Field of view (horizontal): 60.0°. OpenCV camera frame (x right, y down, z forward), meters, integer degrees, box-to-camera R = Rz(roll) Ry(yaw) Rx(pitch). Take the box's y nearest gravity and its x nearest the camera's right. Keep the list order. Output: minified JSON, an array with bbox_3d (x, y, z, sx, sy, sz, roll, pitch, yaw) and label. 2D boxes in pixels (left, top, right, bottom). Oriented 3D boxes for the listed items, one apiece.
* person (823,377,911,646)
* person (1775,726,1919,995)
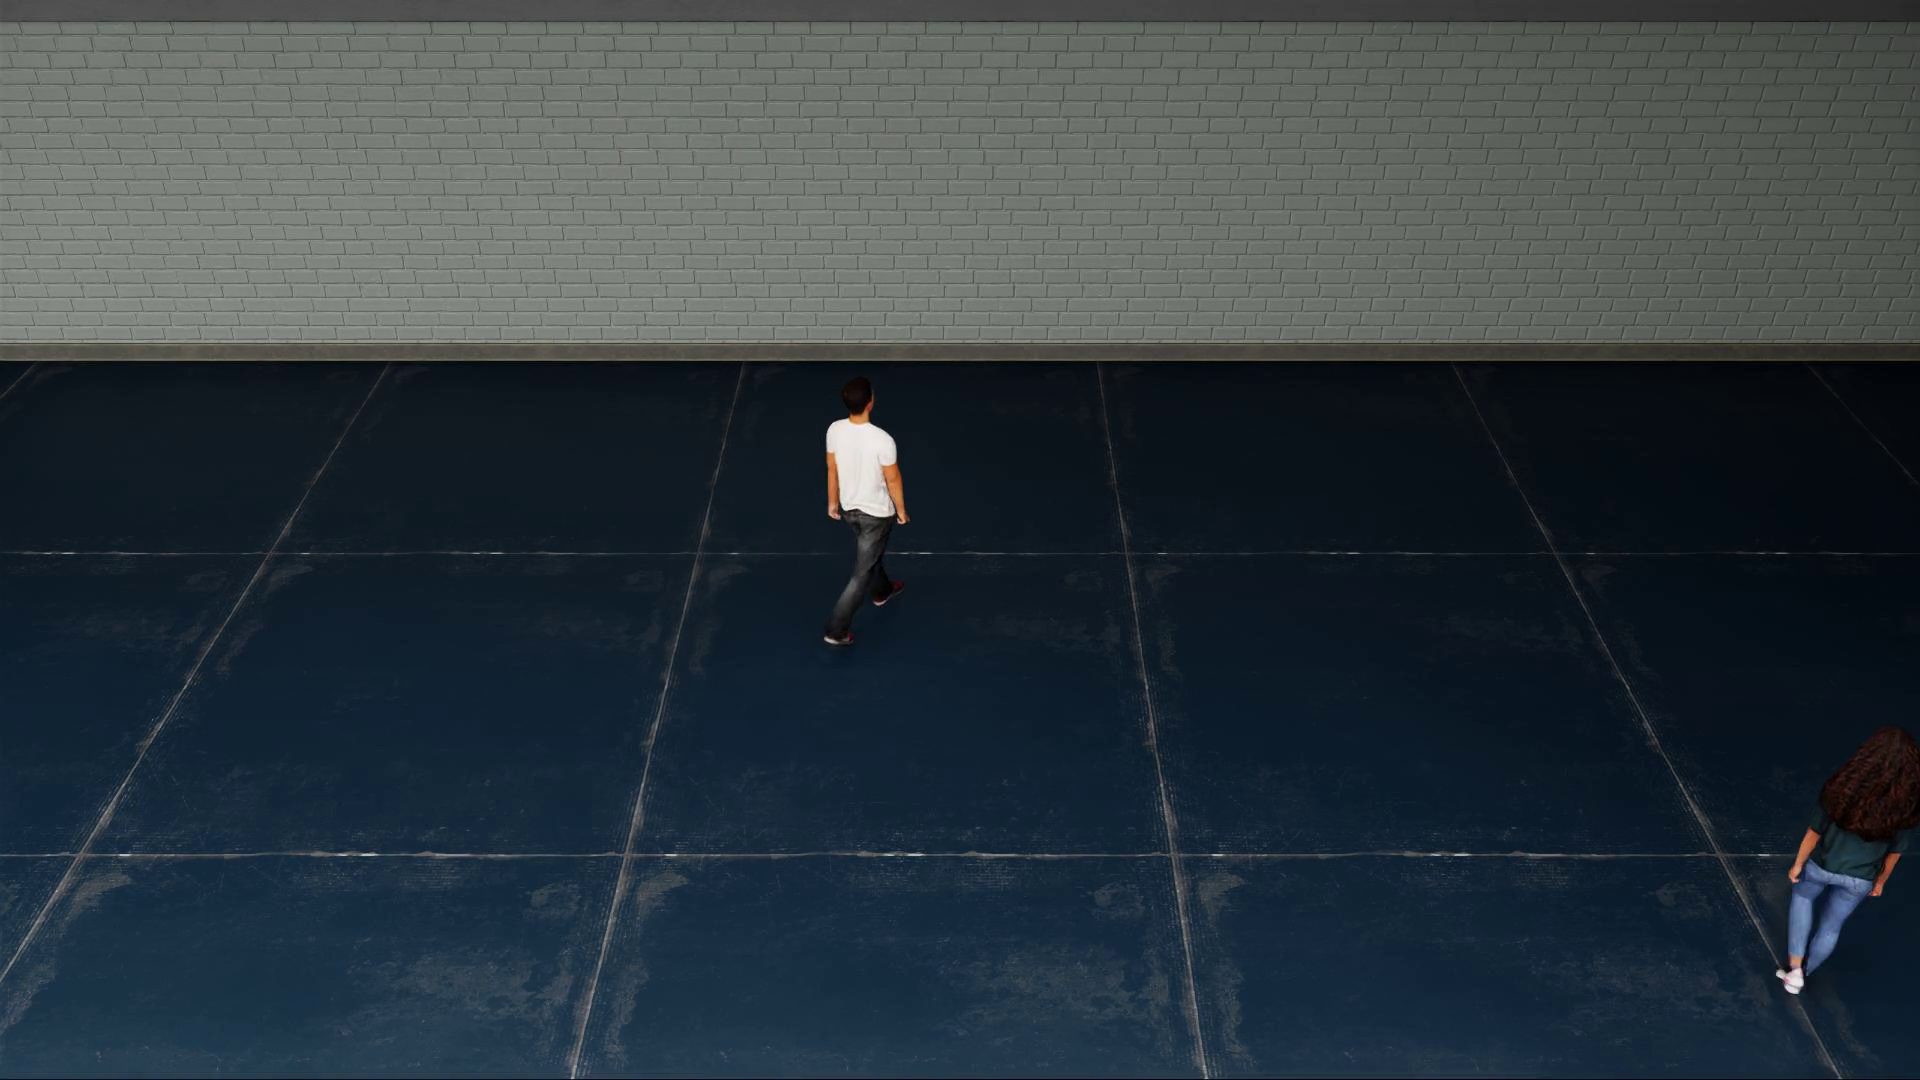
[{"bbox_3d":[-0.635,-0.143,10.375,1.066,1.767,1.253,19,38,27],"label":"person"},{"bbox_3d":[4.162,1.588,7.857,0.711,1.610,0.749,15,36,22],"label":"person"}]
